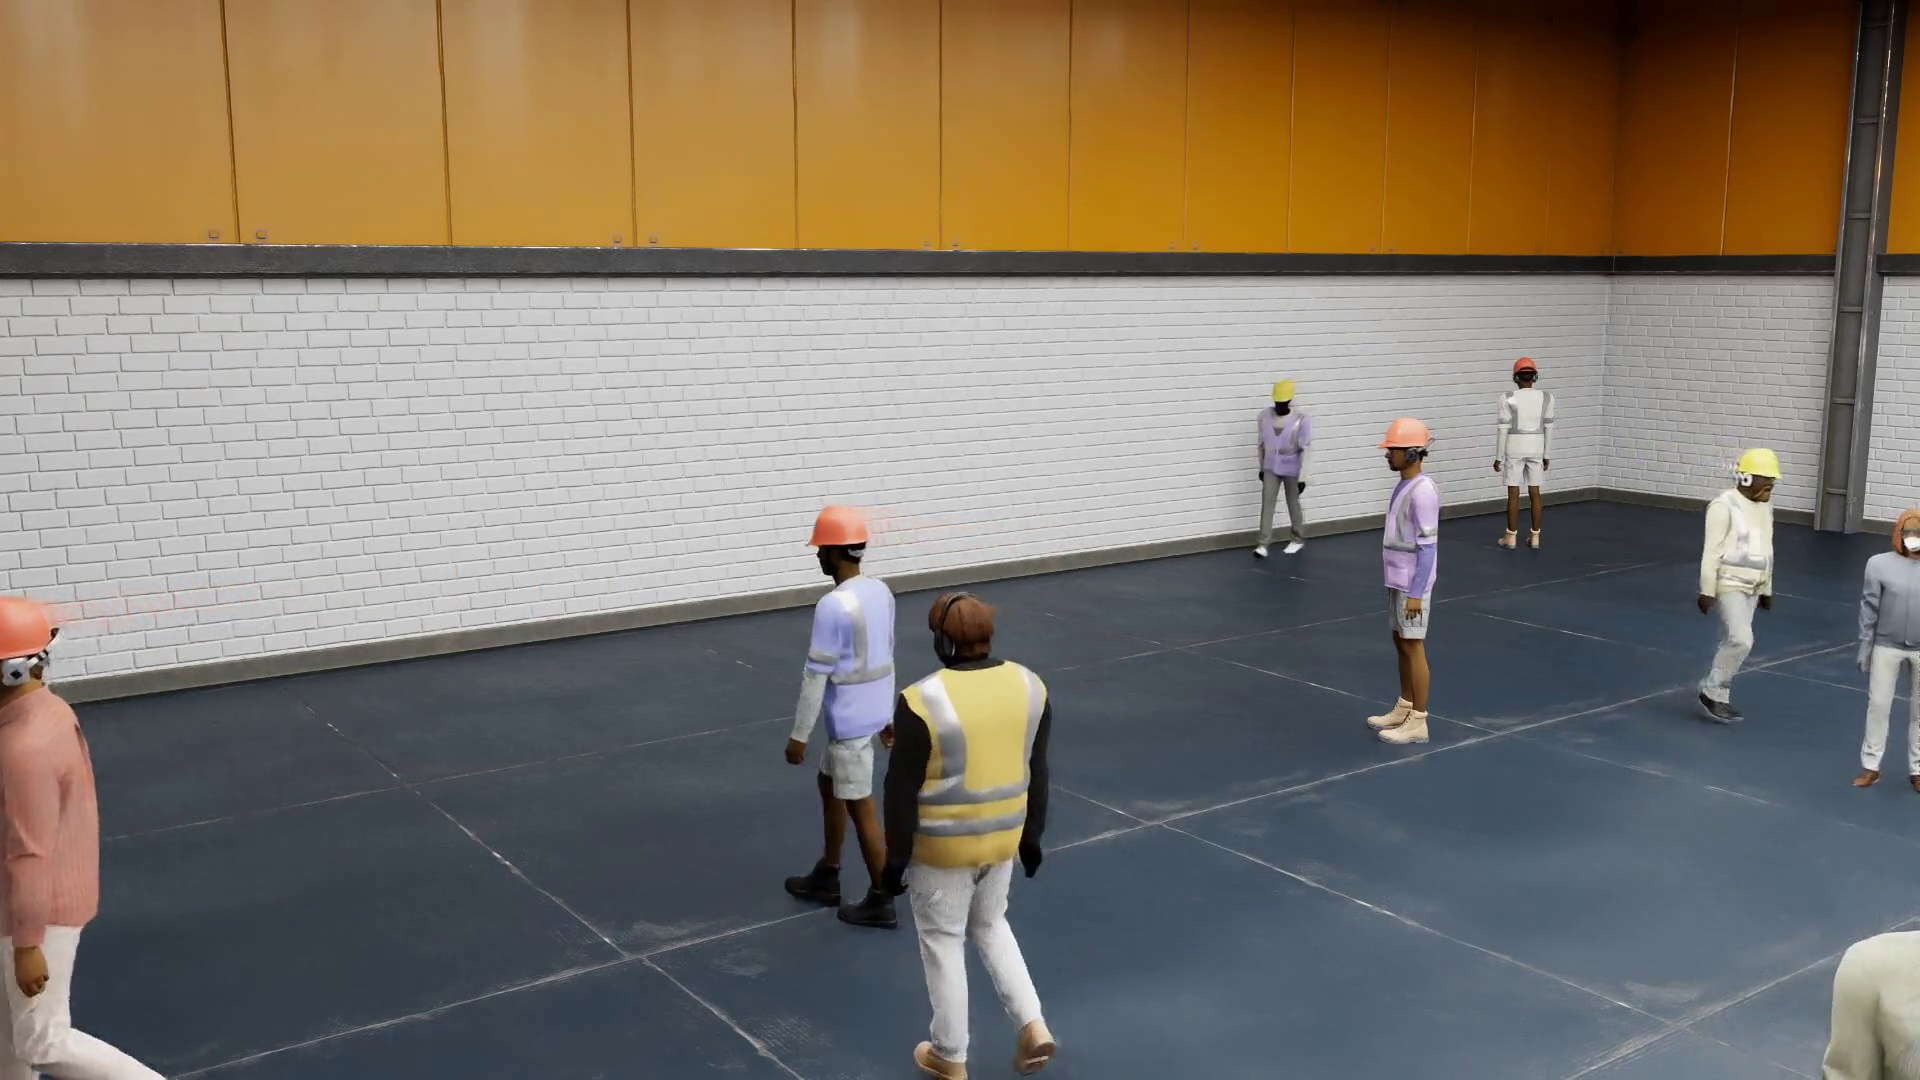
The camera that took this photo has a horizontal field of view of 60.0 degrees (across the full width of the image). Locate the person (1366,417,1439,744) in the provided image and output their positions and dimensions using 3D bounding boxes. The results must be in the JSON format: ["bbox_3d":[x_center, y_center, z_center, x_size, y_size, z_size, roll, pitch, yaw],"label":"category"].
[{"bbox_3d":[2.774,0.253,10.416,0.387,2.041,0.615,0,9,3],"label":"person"}]

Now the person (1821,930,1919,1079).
[{"bbox_3d":[2.005,1.432,3.285,0.609,1.997,0.375,3,10,20],"label":"person"}]

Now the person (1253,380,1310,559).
[{"bbox_3d":[3.302,-0.725,17.076,0.627,1.840,1.025,6,11,31],"label":"person"}]

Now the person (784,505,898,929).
[{"bbox_3d":[-0.599,0.795,7.503,0.786,1.911,0.547,3,10,20],"label":"person"}]

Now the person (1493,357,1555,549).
[{"bbox_3d":[5.974,-0.919,17.677,0.605,2.033,0.396,0,9,-2],"label":"person"}]

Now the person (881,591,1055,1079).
[{"bbox_3d":[0.036,1.088,5.939,0.631,1.823,0.508,-7,11,-36],"label":"person"}]

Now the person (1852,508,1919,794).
[{"bbox_3d":[5.355,0.623,9.400,0.505,1.631,0.270,6,11,31],"label":"person"}]

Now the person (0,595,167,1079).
[{"bbox_3d":[-2.867,1.132,5.222,0.842,1.971,0.633,-4,10,-25],"label":"person"}]

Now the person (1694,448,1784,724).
[{"bbox_3d":[5.083,0.303,10.820,0.605,1.807,0.450,-6,11,-34],"label":"person"}]
